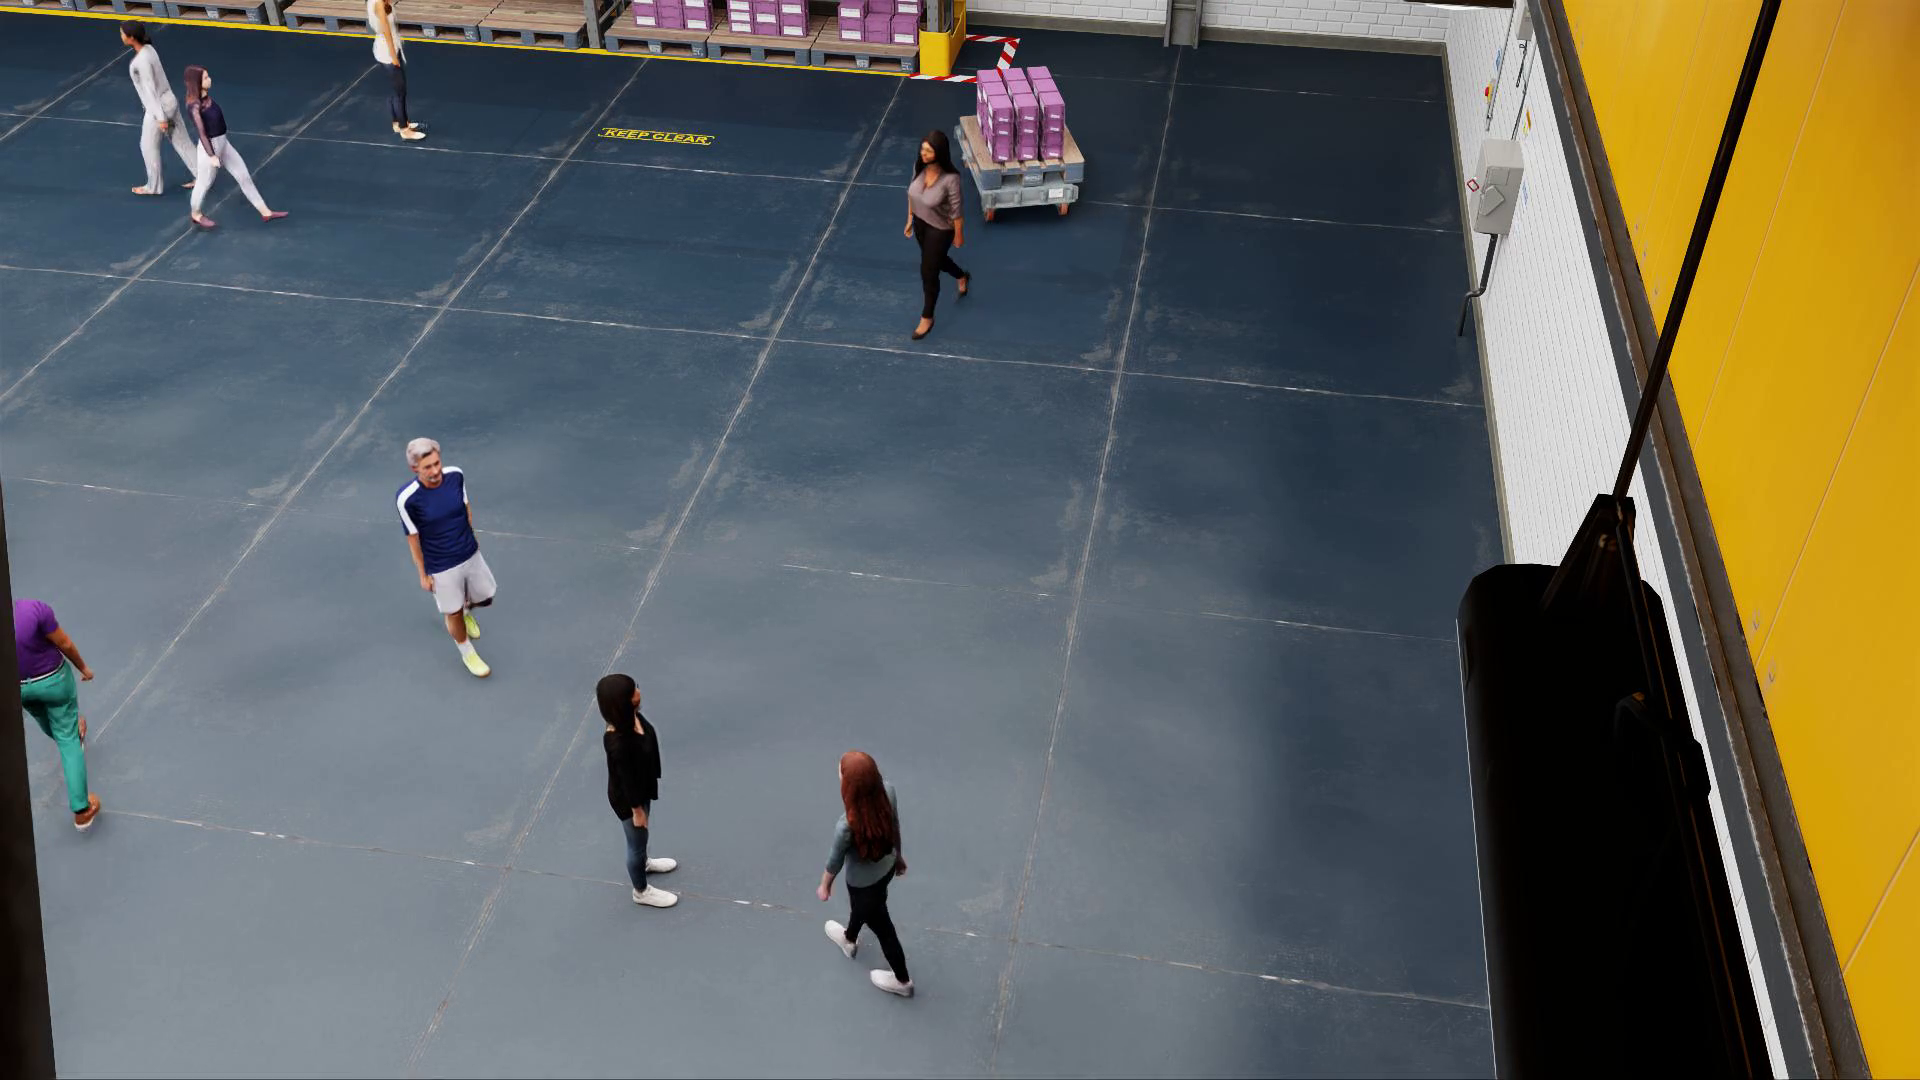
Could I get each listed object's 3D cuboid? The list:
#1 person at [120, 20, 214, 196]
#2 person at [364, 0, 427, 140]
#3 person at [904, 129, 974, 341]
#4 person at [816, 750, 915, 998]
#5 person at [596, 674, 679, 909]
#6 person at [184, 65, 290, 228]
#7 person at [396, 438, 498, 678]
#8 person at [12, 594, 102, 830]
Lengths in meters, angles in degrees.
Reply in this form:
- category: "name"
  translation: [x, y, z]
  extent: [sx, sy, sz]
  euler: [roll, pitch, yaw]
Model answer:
- category: "person"
  translation: [-7.595, -4.148, 15.988]
  extent: [1.061, 1.705, 0.866]
  euler: [-7, 39, -8]
- category: "person"
  translation: [-5.827, -4.948, 16.933]
  extent: [0.742, 1.776, 0.736]
  euler: [-8, 39, -10]
- category: "person"
  translation: [-0.145, -2.625, 13.999]
  extent: [1.118, 1.807, 1.156]
  euler: [-31, 48, -33]
- category: "person"
  translation: [-0.395, 1.782, 8.550]
  extent: [0.979, 1.721, 0.819]
  euler: [24, 44, 27]
- category: "person"
  translation: [-1.802, 1.358, 9.142]
  extent: [0.602, 1.645, 0.624]
  euler: [-4, 39, -5]
- category: "person"
  translation: [-6.972, -3.584, 15.403]
  extent: [1.194, 1.554, 0.850]
  euler: [-3, 39, -4]
- category: "person"
  translation: [-3.304, 0.079, 10.599]
  extent: [0.924, 1.826, 0.845]
  euler: [31, 48, 33]
- category: "person"
  translation: [-5.339, 0.912, 9.640]
  extent: [1.251, 1.720, 1.109]
  euler: [-11, 40, -14]
